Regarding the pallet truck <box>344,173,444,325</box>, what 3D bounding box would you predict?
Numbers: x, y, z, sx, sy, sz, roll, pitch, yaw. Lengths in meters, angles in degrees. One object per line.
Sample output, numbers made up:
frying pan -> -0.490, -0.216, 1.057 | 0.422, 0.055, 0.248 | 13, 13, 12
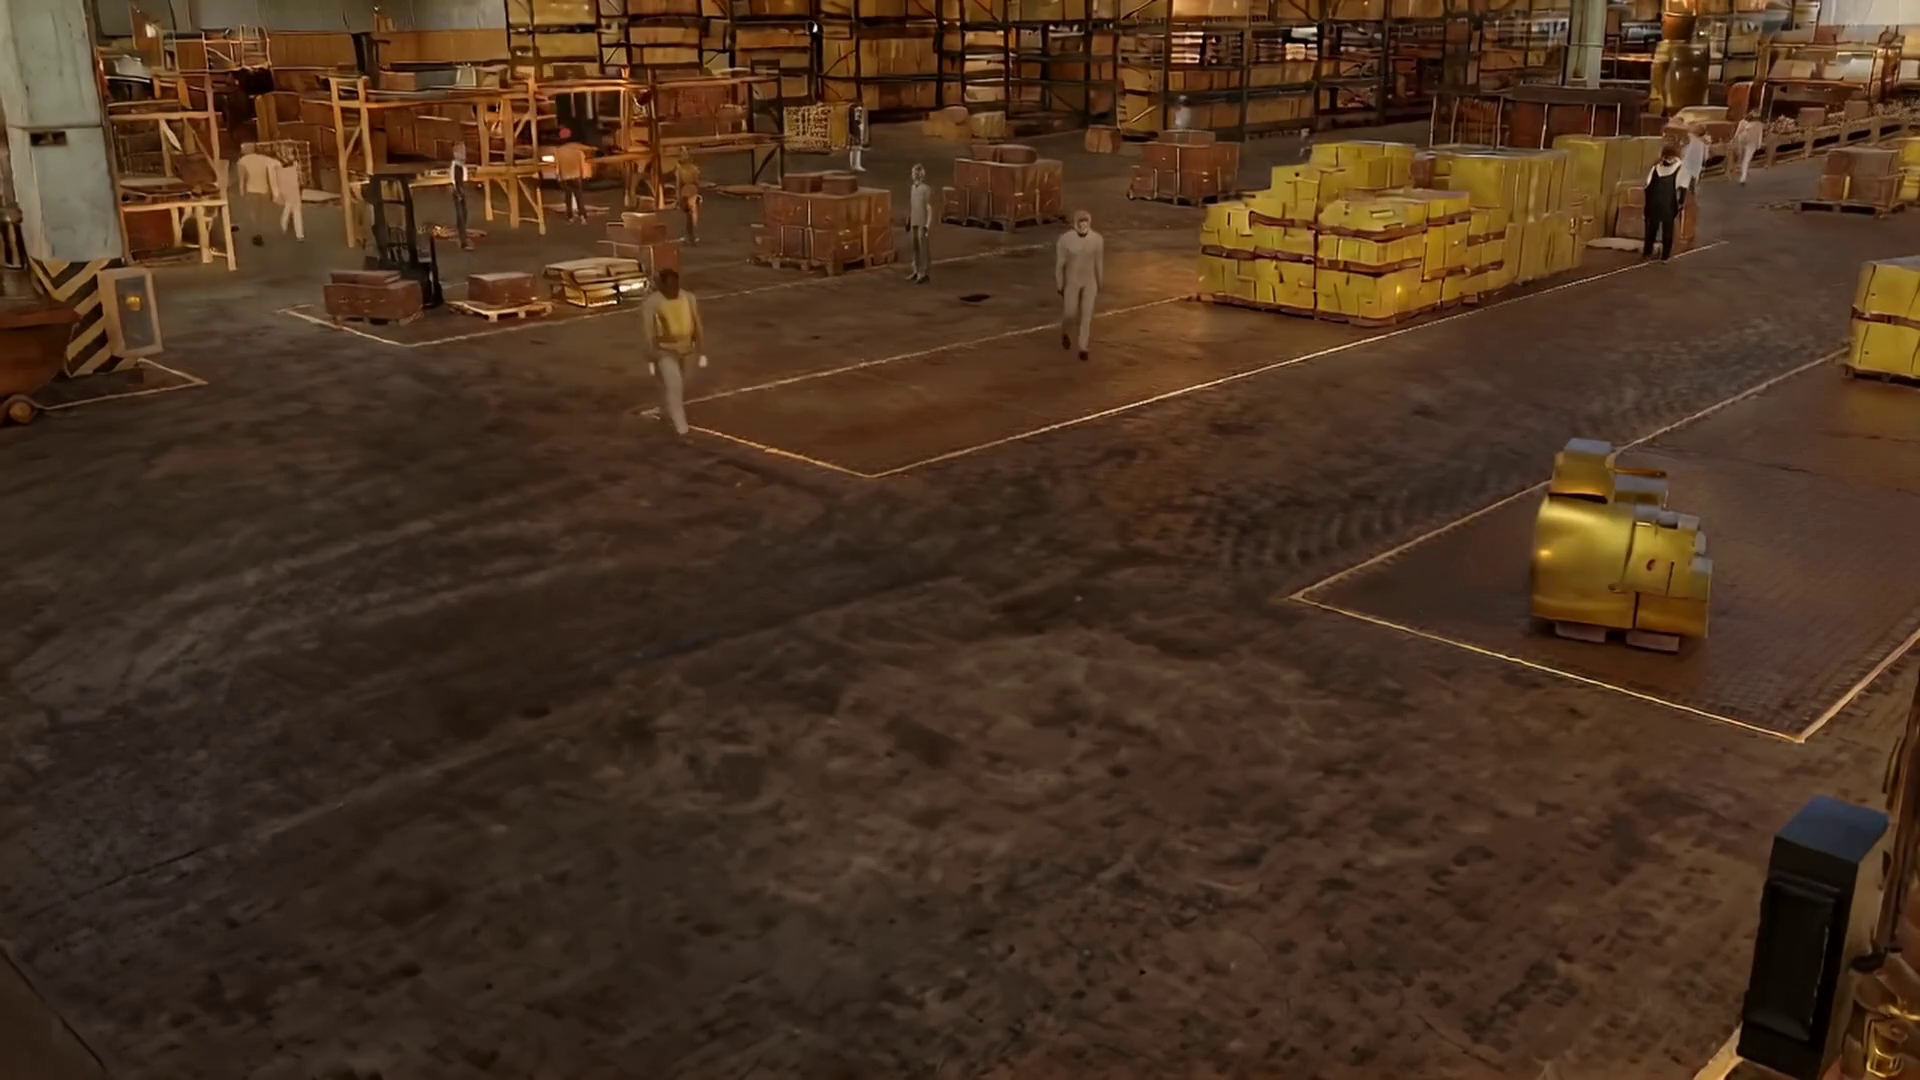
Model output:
pallet truck -> -8.209, -4.181, 23.757 | 0.823, 1.965, 1.885 | 3, 19, 9

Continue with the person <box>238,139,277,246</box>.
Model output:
person -> -12.859, -6.360, 30.479 | 0.715, 1.898, 0.631 | -8, 20, -23

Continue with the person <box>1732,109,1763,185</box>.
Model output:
person -> 18.985, -9.492, 40.083 | 0.579, 1.794, 0.900 | 17, 25, 41

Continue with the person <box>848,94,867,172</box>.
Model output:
person -> -2.634, -10.457, 42.715 | 0.363, 1.963, 0.612 | -11, 21, -31

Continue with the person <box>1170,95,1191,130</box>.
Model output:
person -> 5.636, -10.542, 43.074 | 0.566, 1.896, 0.919 | -17, 25, -42

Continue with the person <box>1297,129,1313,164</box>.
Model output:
person -> 7.122, -7.551, 34.273 | 0.525, 1.770, 0.306 | -10, 21, -28

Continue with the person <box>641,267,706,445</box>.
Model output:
person -> -3.006, -1.958, 17.347 | 0.621, 1.819, 0.830 | -15, 23, -38

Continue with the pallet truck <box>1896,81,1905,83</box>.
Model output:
pallet truck -> 34.802, -16.331, 61.455 | 0.653, 1.274, 1.630 | 17, 25, 41

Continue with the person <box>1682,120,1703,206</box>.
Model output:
person -> 14.835, -7.508, 33.802 | 0.394, 1.987, 0.626 | 5, 19, 15

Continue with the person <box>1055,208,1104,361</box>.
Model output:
person -> 1.506, -3.257, 21.105 | 0.627, 1.924, 0.541 | -4, 19, -12

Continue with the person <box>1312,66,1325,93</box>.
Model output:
person -> 15.766, -20.326, 73.029 | 0.852, 1.597, 0.519 | -16, 24, -40

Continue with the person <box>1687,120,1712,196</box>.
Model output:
person -> 16.754, -8.676, 37.774 | 0.449, 1.686, 0.548 | -17, 25, -41

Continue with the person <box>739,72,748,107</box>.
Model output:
person -> -7.327, -14.919, 56.322 | 0.335, 1.865, 0.520 | 9, 21, 26

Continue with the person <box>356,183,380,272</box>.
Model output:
person -> -9.076, -4.640, 25.607 | 0.317, 1.697, 0.540 | -16, 24, -41

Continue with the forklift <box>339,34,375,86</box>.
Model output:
forklift -> -23.287, -18.355, 65.083 | 1.129, 2.768, 1.873 | 17, 25, 41

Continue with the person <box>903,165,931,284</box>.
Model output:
person -> -0.670, -5.039, 26.541 | 0.329, 1.873, 0.514 | -16, 24, -40

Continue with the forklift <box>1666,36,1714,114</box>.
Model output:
forklift -> 27.341, -17.291, 61.877 | 1.129, 2.768, 1.873 | 17, 25, 41

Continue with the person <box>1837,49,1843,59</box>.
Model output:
person -> 41.276, -22.264, 78.284 | 0.434, 1.976, 0.613 | 14, 23, 36

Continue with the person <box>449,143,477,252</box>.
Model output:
person -> -8.909, -6.104, 29.681 | 0.392, 1.916, 0.592 | -5, 19, -16

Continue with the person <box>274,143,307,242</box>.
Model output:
person -> -12.434, -6.428, 30.796 | 0.487, 1.830, 0.592 | 16, 24, 40

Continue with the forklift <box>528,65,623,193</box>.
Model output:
forklift -> -9.032, -9.589, 38.673 | 1.129, 2.768, 1.873 | 17, 25, 41

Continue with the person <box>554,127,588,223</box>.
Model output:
person -> -7.752, -7.269, 33.192 | 0.634, 1.910, 0.676 | -6, 19, -17

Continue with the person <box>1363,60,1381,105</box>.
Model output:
person -> 15.799, -17.494, 63.997 | 0.659, 1.908, 0.768 | -6, 19, -18

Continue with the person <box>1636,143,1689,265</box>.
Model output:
person -> 11.949, -5.712, 28.303 | 0.537, 2.000, 0.679 | -17, 25, -41

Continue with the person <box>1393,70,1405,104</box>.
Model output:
person -> 16.222, -16.556, 61.576 | 0.541, 1.659, 0.547 | -17, 25, -41

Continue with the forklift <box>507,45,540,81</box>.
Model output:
forklift -> -13.783, -14.293, 52.844 | 1.129, 2.768, 1.873 | -8, 20, -23

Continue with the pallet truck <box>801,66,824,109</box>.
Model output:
pallet truck -> -4.812, -15.182, 56.903 | 0.823, 1.965, 1.885 | -9, 21, -26

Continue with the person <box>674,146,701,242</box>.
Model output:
person -> -5.078, -6.420, 30.901 | 0.486, 1.744, 0.310 | -14, 23, -36
